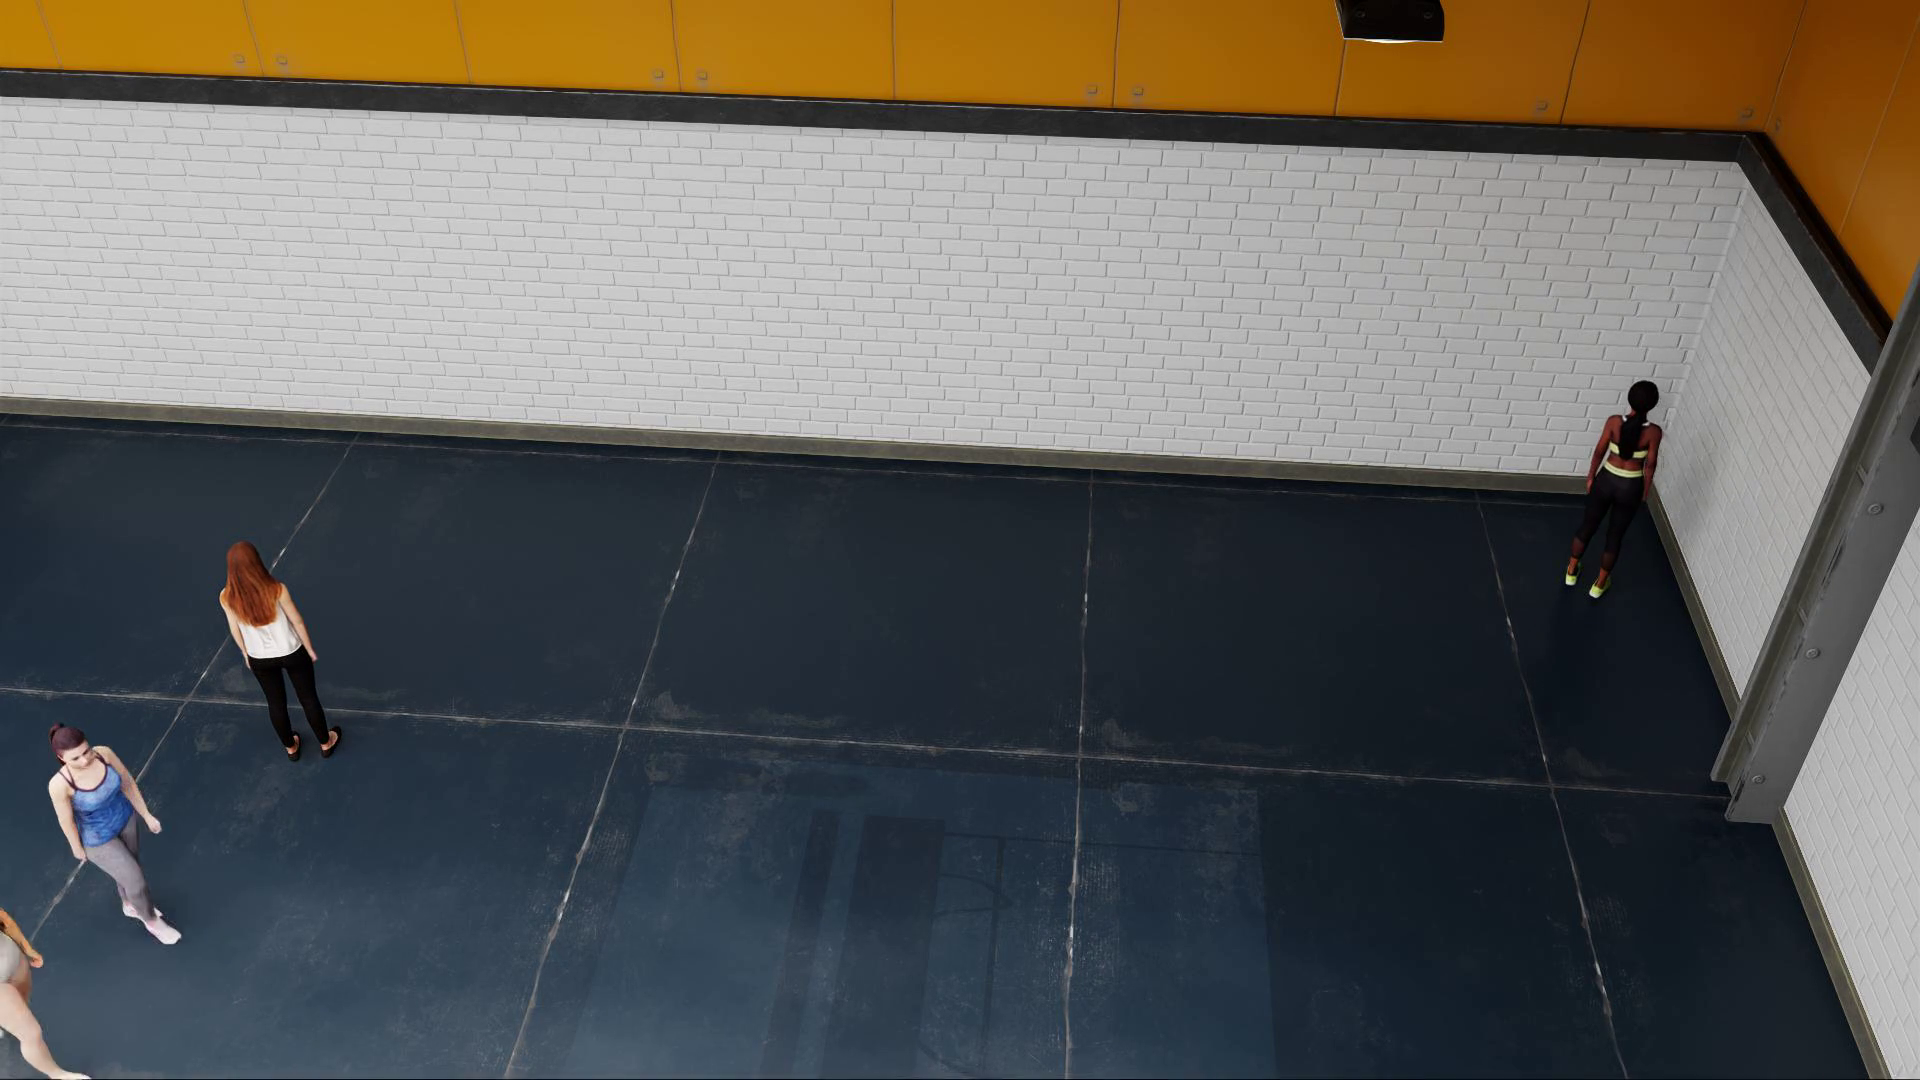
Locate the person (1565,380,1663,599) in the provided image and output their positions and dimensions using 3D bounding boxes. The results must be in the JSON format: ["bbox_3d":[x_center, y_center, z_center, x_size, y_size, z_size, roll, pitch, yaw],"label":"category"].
[{"bbox_3d":[4.572,-0.333,11.550,0.662,1.753,0.692,21,43,24],"label":"person"}]

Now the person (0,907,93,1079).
[{"bbox_3d":[-4.993,2.209,8.478,0.663,1.615,0.957,6,39,8],"label":"person"}]

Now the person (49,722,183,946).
[{"bbox_3d":[-4.793,1.594,9.269,0.721,1.589,0.721,14,41,17],"label":"person"}]

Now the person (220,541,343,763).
[{"bbox_3d":[-4.221,0.700,10.282,0.622,1.722,0.584,-6,39,-7],"label":"person"}]
